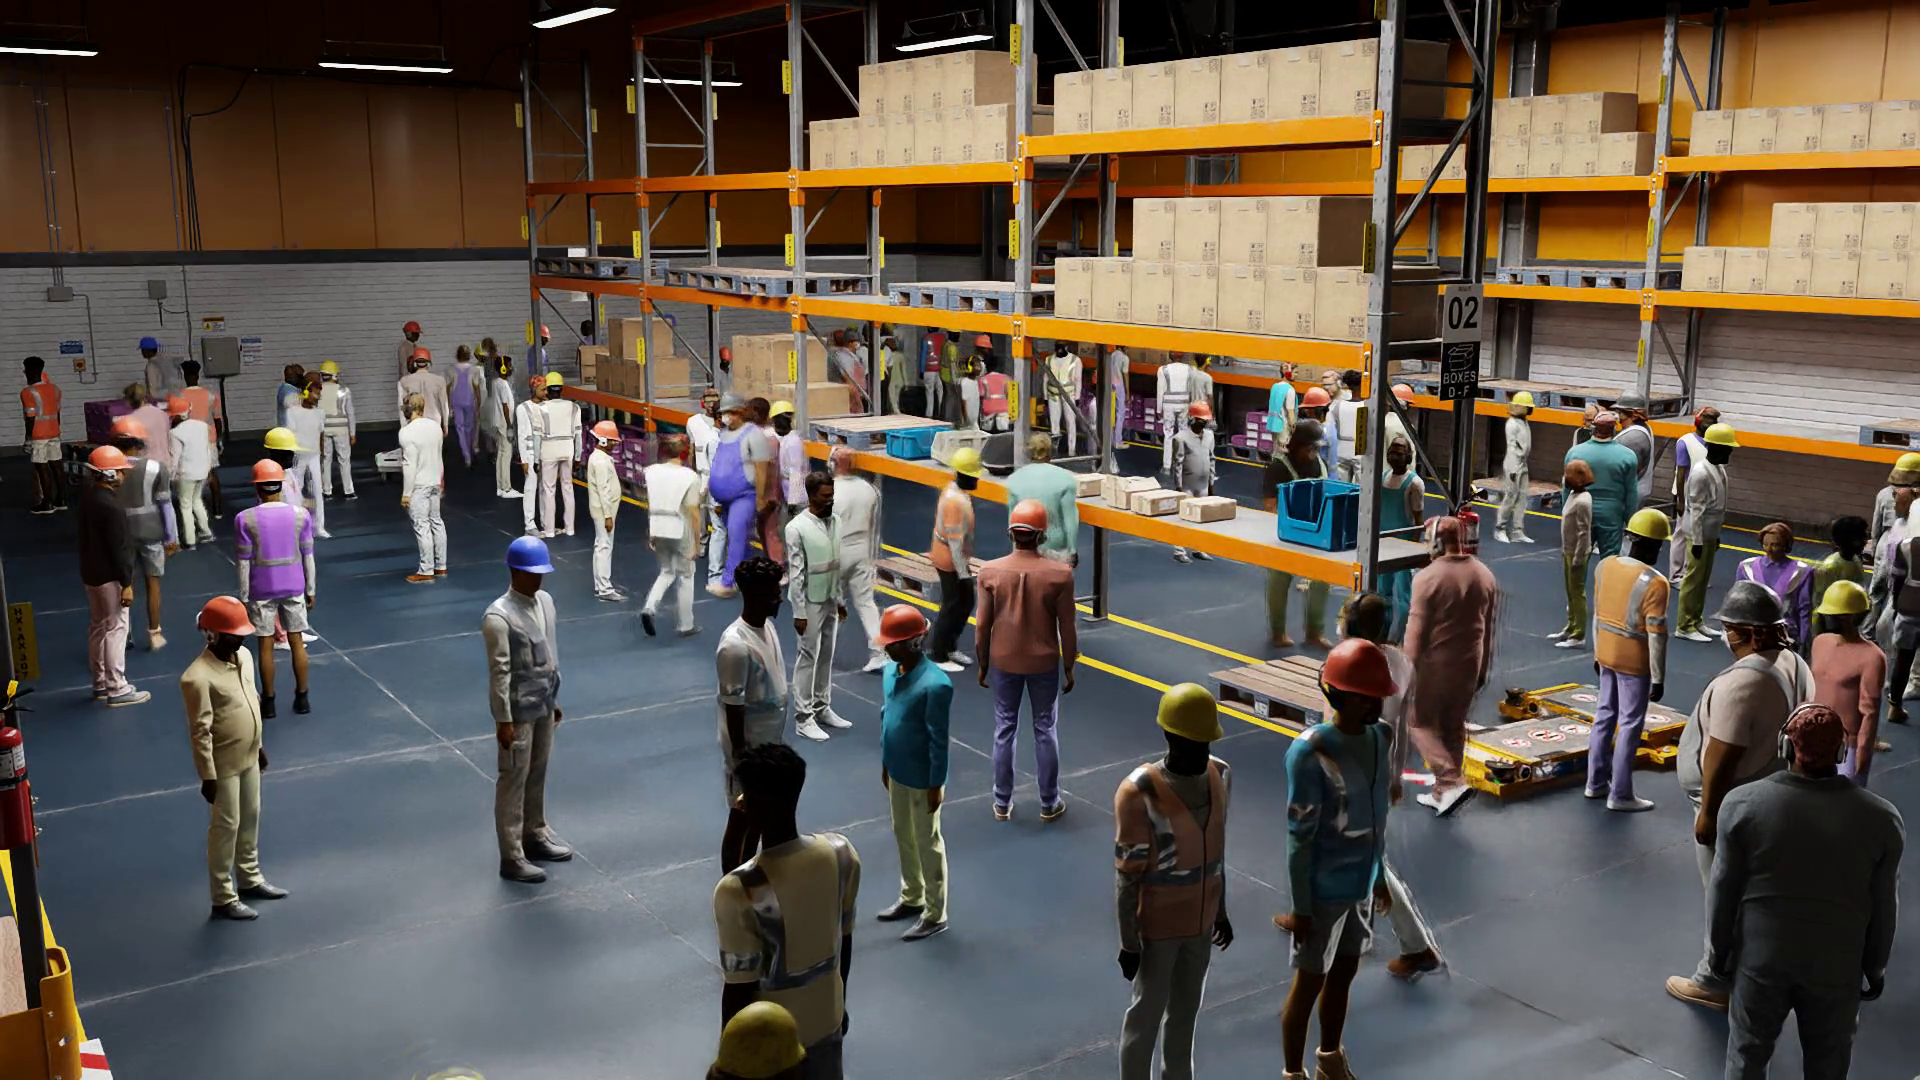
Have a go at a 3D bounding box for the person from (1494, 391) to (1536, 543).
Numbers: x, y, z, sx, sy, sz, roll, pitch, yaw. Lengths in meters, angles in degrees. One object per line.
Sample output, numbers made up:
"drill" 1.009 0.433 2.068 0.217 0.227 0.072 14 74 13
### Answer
"person" 6.311 -0.822 18.854 0.404 1.742 0.505 9 14 38

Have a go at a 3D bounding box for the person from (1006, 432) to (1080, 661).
"person" 0.706 0.062 13.860 0.648 1.925 0.456 5 12 23

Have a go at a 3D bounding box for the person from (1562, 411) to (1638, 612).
"person" 5.906 -0.235 15.382 0.651 1.913 0.410 5 12 22

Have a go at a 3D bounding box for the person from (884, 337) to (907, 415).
"person" -1.144 -2.729 28.980 0.513 1.593 0.776 -6 12 -27

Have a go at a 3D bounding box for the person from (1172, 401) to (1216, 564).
"person" 2.519 -0.619 17.779 0.567 1.744 0.350 -7 13 -33

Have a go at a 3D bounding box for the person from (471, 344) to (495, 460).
"person" -7.249 -2.108 25.345 0.326 1.767 0.533 9 14 39

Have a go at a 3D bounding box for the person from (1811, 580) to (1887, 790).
"person" 4.762 1.082 9.045 0.336 1.758 0.517 -2 11 -11

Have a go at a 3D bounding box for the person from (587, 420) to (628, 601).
"person" -3.410 -0.283 16.054 0.332 1.746 0.559 -4 12 -18

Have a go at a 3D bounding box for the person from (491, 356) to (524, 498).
"person" -5.986 -1.492 21.925 0.328 1.873 0.518 -6 13 -29

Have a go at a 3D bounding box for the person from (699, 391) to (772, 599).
"person" -2.282 -0.455 16.183 0.707 2.000 0.842 10 15 41

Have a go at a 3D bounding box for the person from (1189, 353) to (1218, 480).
"person" 3.380 -1.709 23.135 0.511 1.846 0.554 -5 12 -23

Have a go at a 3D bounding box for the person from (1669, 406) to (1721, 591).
"person" 7.280 -0.413 16.486 0.563 1.837 0.389 -7 13 -31

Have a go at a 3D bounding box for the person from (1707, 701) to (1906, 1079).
"person" 3.176 1.546 6.319 0.642 1.900 0.401 5 12 24

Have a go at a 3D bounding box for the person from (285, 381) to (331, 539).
"person" -7.623 -0.955 19.351 0.527 1.810 0.977 -9 14 -39

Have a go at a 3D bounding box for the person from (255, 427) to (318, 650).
"person" -5.774 -0.009 14.226 0.386 1.919 0.581 0 11 -2

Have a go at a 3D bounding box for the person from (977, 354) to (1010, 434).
"person" 0.525 -1.903 24.541 0.547 1.663 0.699 -3 11 -13

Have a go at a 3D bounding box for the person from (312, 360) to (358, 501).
"person" -8.159 -1.417 21.649 0.593 1.828 0.403 -1 11 -4

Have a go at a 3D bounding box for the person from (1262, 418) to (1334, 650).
"person" 2.905 -0.054 14.129 0.699 2.000 0.721 -6 12 -26

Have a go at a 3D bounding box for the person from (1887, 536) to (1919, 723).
"person" 7.009 0.532 12.038 0.320 1.693 0.536 -9 14 -38

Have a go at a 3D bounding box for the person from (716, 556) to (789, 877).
"person" -1.081 1.040 8.755 0.366 1.958 0.609 2 11 12

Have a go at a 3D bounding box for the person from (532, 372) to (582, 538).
"person" -4.651 -0.976 19.191 0.589 1.912 0.396 -9 14 -38

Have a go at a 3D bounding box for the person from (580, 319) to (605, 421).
"person" -6.307 -2.806 28.502 0.367 1.933 0.627 4 12 18

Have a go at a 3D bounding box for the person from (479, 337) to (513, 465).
"person" -6.866 -2.051 24.664 0.461 1.917 0.676 -10 15 -41

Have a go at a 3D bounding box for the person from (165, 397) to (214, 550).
"person" -8.612 -0.756 18.553 0.428 1.715 0.653 2 11 12

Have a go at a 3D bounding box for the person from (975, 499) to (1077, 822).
"person" 0.407 0.739 10.185 0.622 1.992 0.395 2 11 8

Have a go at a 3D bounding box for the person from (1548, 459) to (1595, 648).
"person" 5.277 0.116 14.302 0.266 1.631 0.507 2 11 9

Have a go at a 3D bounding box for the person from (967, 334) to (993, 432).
"person" 0.297 -2.159 25.206 0.455 1.924 0.576 -3 11 -15

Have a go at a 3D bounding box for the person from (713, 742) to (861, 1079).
"person" -0.601 1.635 5.675 0.368 1.966 0.603 9 14 39

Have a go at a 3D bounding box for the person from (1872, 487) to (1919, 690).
"person" 7.290 0.388 12.933 0.516 1.620 0.531 2 11 9

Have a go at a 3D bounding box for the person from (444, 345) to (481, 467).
"person" -7.362 -1.983 24.660 0.505 1.810 0.893 -5 12 -25

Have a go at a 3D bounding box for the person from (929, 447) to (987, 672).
"person" -0.022 0.169 13.398 0.536 1.875 0.633 2 11 9

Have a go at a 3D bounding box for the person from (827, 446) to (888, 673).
"person" -0.927 0.156 13.556 0.646 1.860 1.020 -10 15 -41

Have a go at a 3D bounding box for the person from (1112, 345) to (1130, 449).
"person" 2.524 -2.356 26.453 0.357 1.835 0.516 -7 13 -33

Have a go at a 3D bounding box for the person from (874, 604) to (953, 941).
"person" -0.262 1.179 8.595 0.350 1.739 0.575 -7 13 -33

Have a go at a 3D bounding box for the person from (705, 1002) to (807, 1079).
"person" -0.520 2.021 4.308 0.489 1.731 0.325 6 12 27

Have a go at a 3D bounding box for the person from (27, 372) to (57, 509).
"person" -11.608 -1.262 21.063 0.344 1.743 0.573 -5 12 -25

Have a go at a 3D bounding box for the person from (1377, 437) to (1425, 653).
"person" 3.693 0.040 14.150 0.338 1.846 0.514 -7 13 -32

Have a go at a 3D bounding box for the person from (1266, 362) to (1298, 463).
"person" 4.152 -1.380 21.413 0.372 1.843 0.570 -3 11 -14

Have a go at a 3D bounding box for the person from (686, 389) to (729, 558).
"person" -2.683 -0.731 18.092 0.570 1.845 0.384 -3 11 -14

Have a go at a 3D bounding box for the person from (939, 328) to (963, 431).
"person" -0.146 -2.754 28.284 0.404 1.917 0.581 -3 11 -15

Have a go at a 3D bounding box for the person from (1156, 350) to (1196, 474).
"person" 3.097 -1.878 23.862 0.584 1.884 0.348 -1 11 -6

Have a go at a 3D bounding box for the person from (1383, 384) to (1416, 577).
"person" 4.462 -0.606 17.097 0.392 1.986 0.610 -6 13 -28

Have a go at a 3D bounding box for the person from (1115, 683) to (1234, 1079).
"person" 0.864 1.485 6.543 0.594 1.924 0.382 -9 14 -38
